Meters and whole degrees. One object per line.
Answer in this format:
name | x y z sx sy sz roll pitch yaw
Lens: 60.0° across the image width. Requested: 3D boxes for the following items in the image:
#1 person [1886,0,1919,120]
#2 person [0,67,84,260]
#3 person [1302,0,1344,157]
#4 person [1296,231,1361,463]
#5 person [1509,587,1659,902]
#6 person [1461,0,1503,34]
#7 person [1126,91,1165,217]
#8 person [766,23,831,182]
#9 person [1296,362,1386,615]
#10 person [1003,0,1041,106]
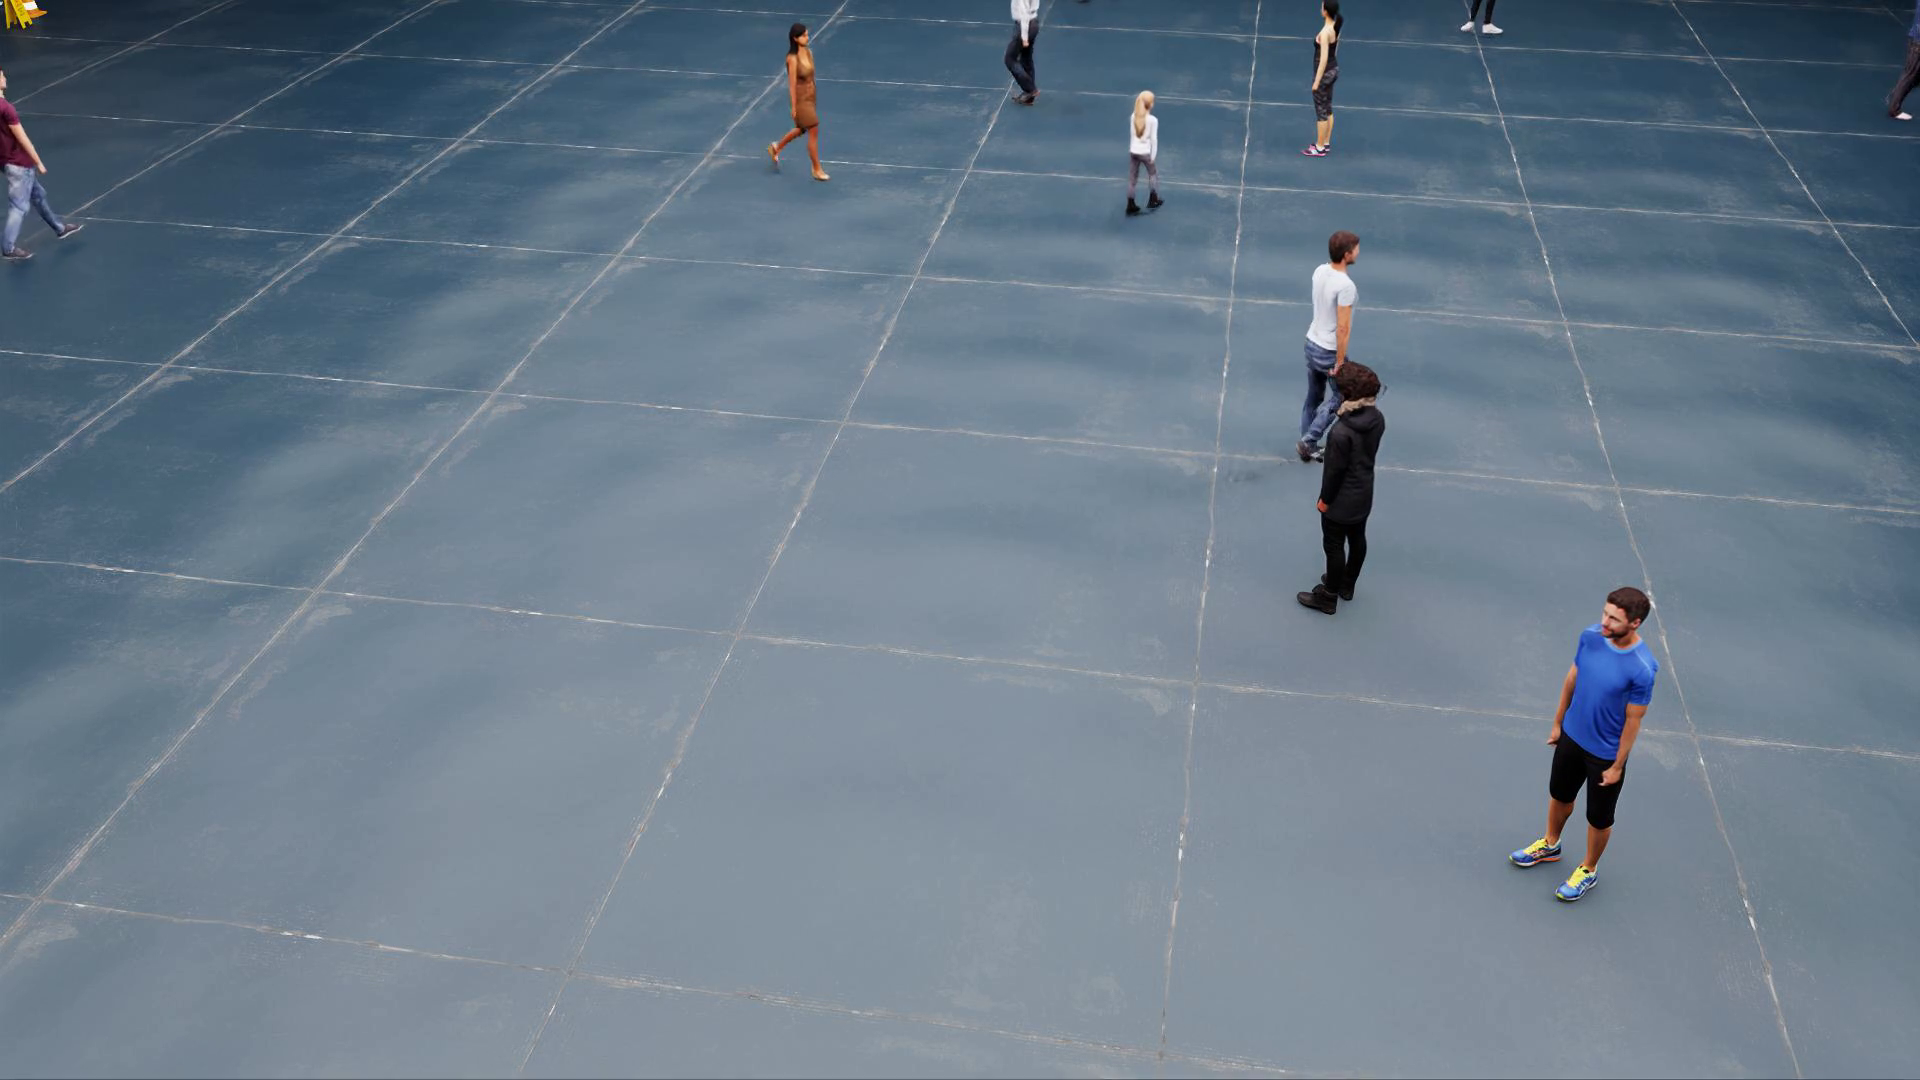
person | 11.194 -5.878 19.520 0.771 1.855 0.761 15 35 22
person | -9.115 -3.572 15.913 1.211 1.804 1.027 18 36 26
person | 4.070 -5.139 18.468 0.647 1.727 0.639 20 37 28
person | 2.669 -1.405 12.430 0.853 1.853 0.791 -15 35 -22
person | 3.281 1.023 8.566 0.750 1.869 0.704 -17 36 -25
person | 7.301 -7.764 22.634 0.666 1.722 0.845 -17 36 -25
person | 1.821 -3.930 16.986 0.735 1.264 0.711 19 37 27
person | -1.744 -4.681 17.802 1.053 1.663 0.705 12 34 19
person | 2.523 -0.325 10.792 0.726 1.774 0.770 -25 40 -34
person | 0.852 -6.105 19.924 0.751 1.808 0.730 13 34 19
